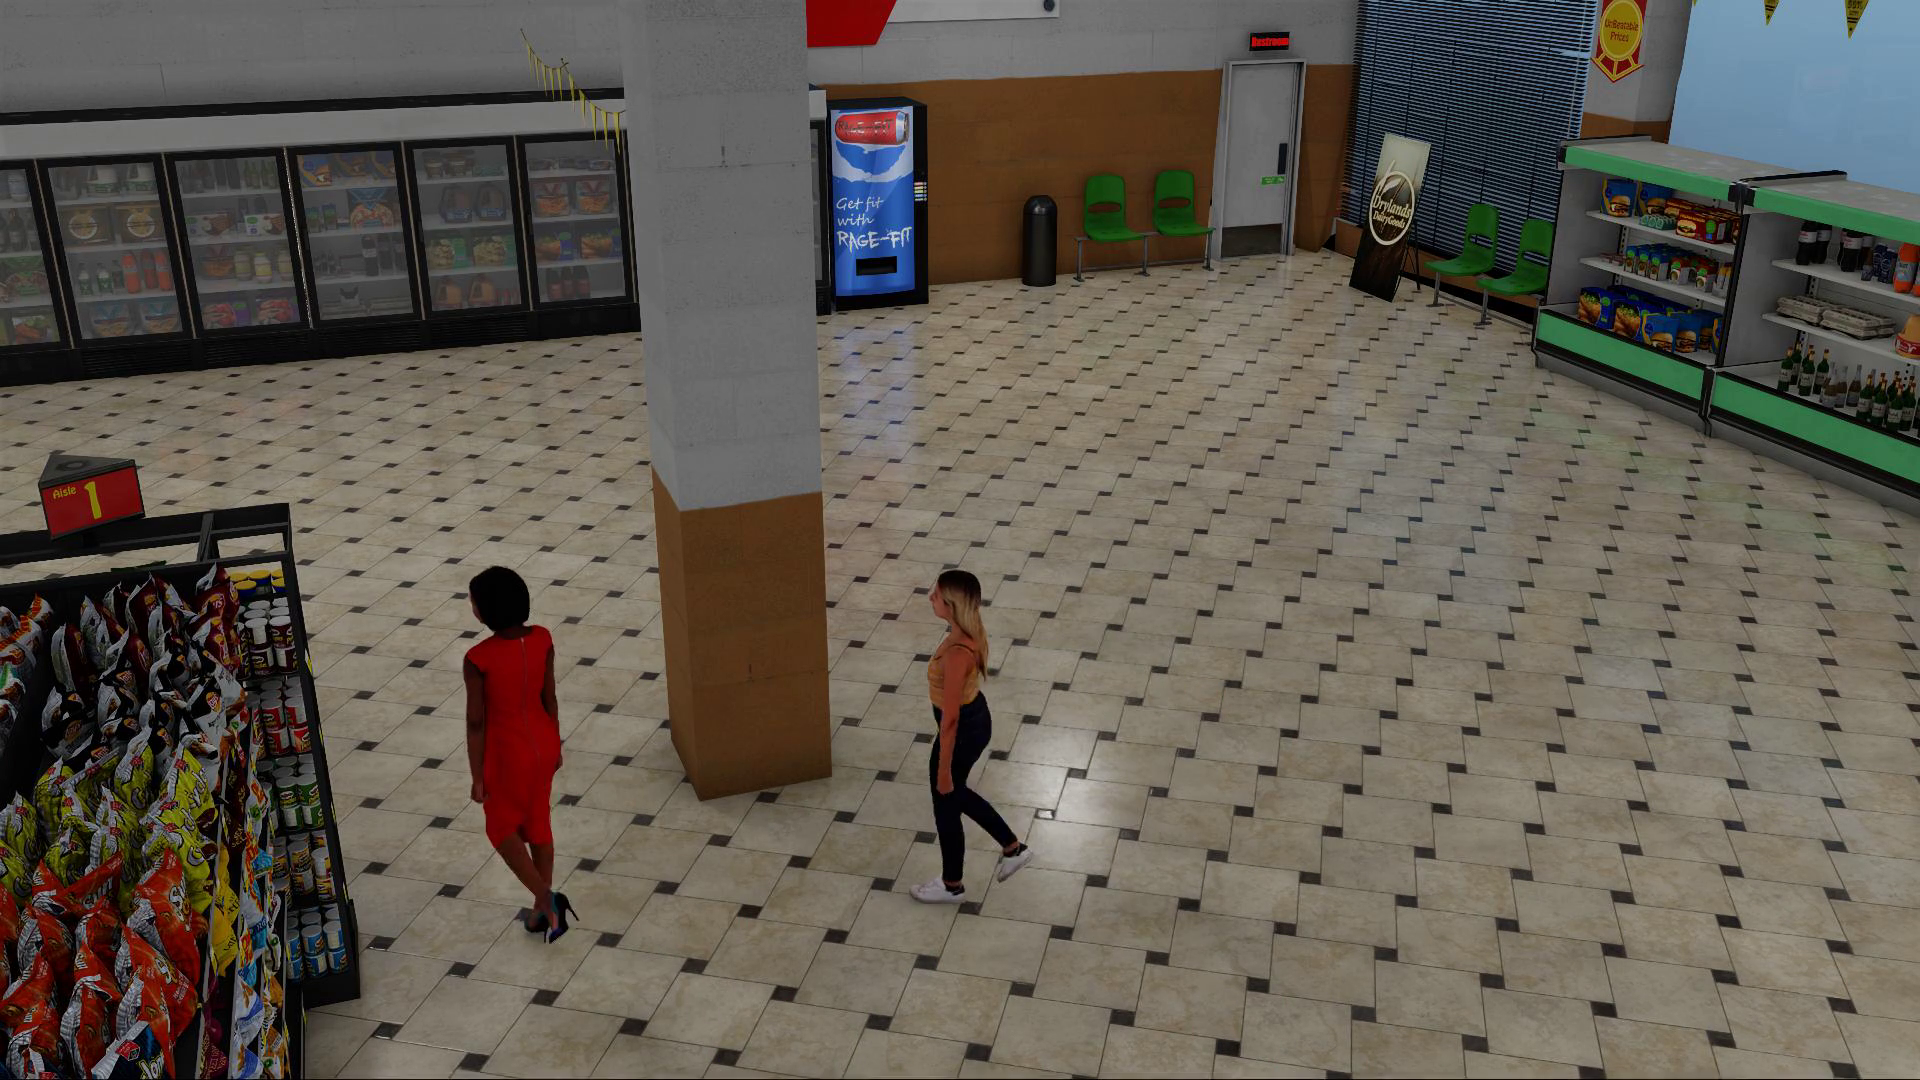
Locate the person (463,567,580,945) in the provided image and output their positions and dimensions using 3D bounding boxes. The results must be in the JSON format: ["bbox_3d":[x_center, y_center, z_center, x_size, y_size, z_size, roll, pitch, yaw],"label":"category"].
[{"bbox_3d":[-1.776,0.958,6.884,0.842,1.733,0.756,20,29,40],"label":"person"}]

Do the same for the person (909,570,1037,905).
[{"bbox_3d":[0.073,0.885,7.213,0.864,1.622,0.851,5,22,11],"label":"person"}]
